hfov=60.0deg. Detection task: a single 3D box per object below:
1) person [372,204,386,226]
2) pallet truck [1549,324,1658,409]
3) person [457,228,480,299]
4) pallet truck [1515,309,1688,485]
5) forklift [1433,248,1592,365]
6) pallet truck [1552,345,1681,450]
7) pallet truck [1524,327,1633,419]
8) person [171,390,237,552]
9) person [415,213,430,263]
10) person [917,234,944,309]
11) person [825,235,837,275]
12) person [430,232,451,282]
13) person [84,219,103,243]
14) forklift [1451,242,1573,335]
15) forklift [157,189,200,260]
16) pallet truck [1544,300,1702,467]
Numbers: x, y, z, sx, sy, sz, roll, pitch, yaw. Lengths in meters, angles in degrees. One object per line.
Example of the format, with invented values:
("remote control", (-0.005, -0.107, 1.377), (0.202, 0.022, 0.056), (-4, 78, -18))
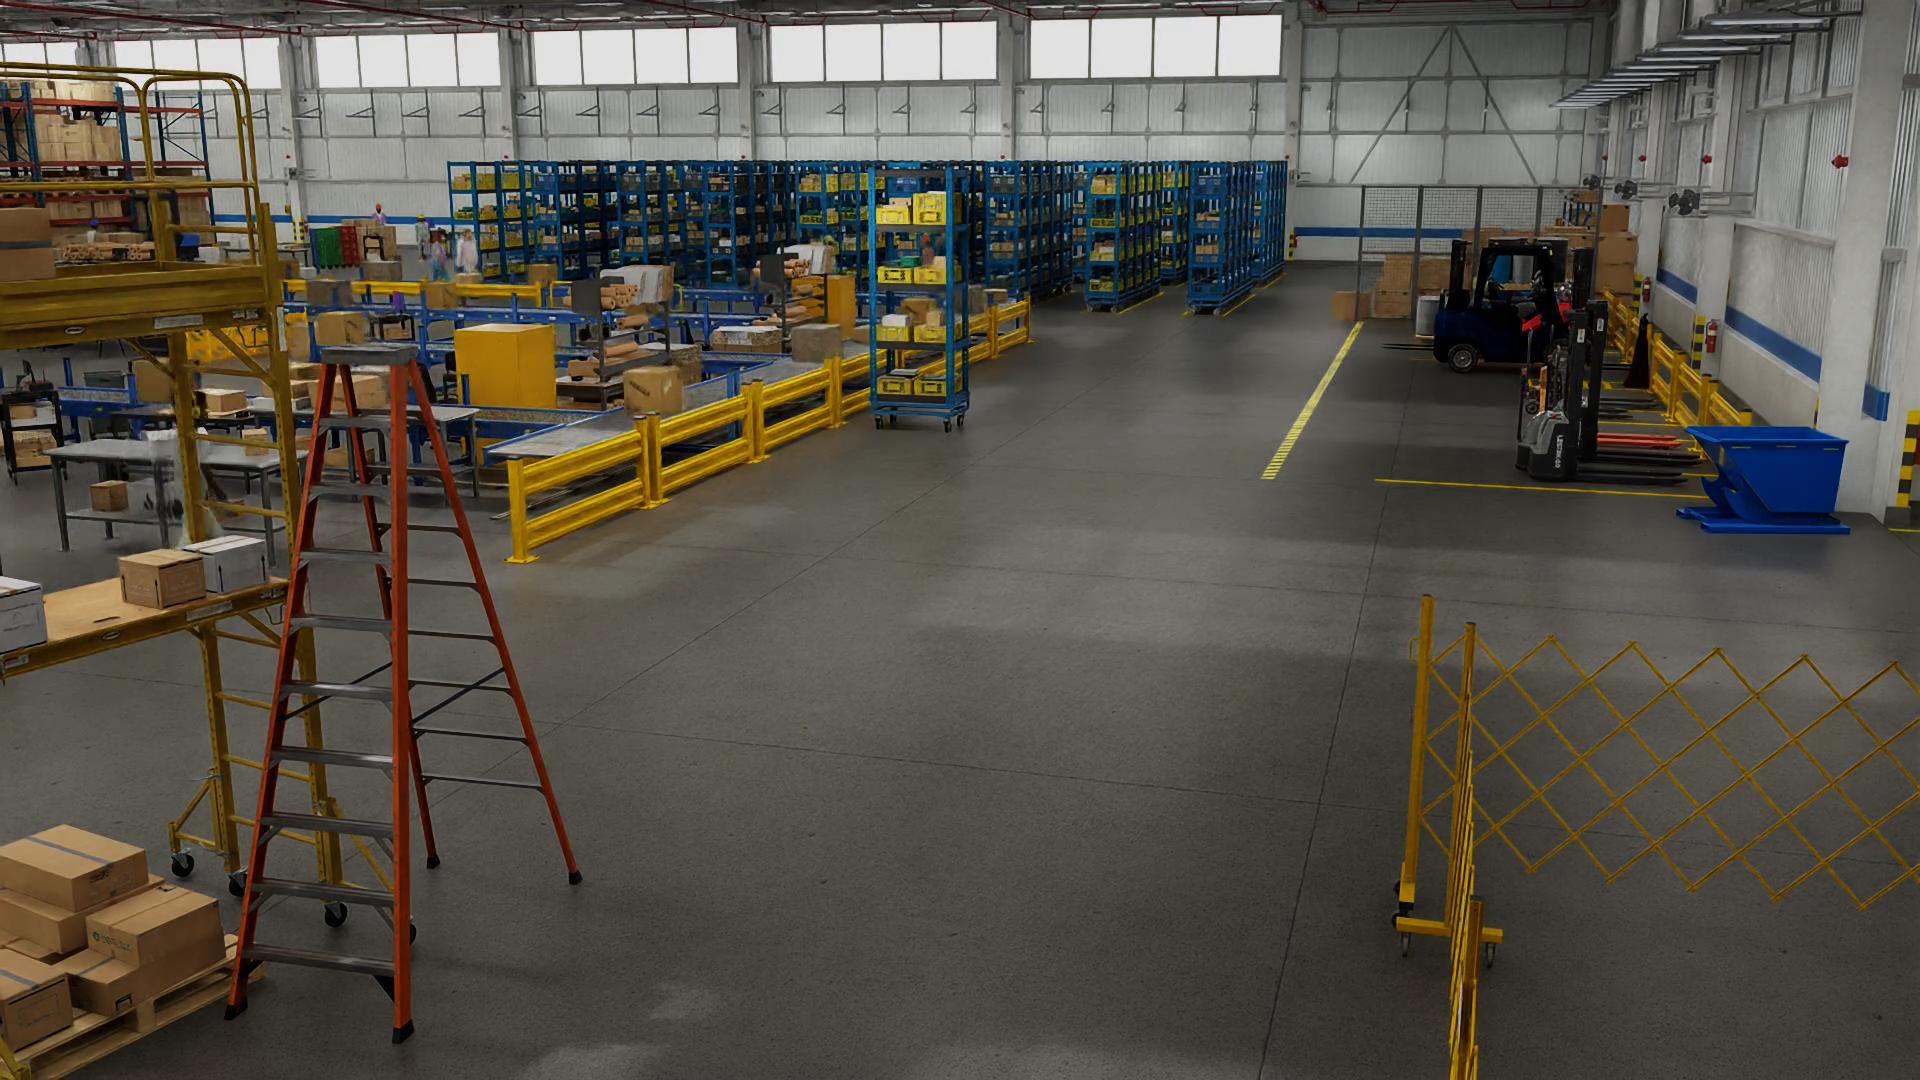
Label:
("person", (-22.237, -11.906, 63.754), (0.542, 1.939, 0.366), (-9, 16, -34))
("pallet truck", (9.824, -2.669, 25.407), (1.601, 1.201, 0.680), (4, 14, 16))
("person", (-13.133, -7.343, 44.177), (0.776, 1.877, 0.653), (5, 14, 20))
("pallet truck", (7.554, -1.677, 19.446), (1.885, 1.965, 0.823), (3, 13, 14))
("forklift", (9.780, -4.111, 29.280), (2.680, 1.987, 1.157), (3, 13, 14))
("pallet truck", (8.641, -1.896, 21.908), (1.630, 1.274, 0.653), (4, 14, 16))
("pallet truck", (9.065, -2.460, 24.370), (1.522, 1.261, 0.704), (3, 13, 14))
("person", (-6.353, -0.350, 14.084), (0.950, 1.826, 0.516), (-8, 15, -32))
("person", (-19.129, -10.747, 59.203), (0.485, 1.734, 0.348), (-8, 15, -30))
("person", (-0.786, -6.295, 39.535), (1.051, 1.941, 0.633), (6, 14, 24))
("person", (-3.378, -6.786, 41.950), (0.826, 1.804, 0.600), (5, 14, 22))
("person", (-13.475, -7.080, 43.179), (0.554, 1.816, 0.575), (0, 13, 2))
("person", (-25.237, -8.385, 48.569), (0.625, 1.924, 0.492), (3, 13, 11))
("forklift", (10.464, -4.597, 31.405), (2.680, 1.987, 1.157), (4, 14, 16))
("forklift", (-27.140, -10.809, 56.964), (1.129, 2.768, 1.873), (4, 14, 16))
("pallet truck", (8.263, -1.952, 20.631), (1.885, 1.965, 0.823), (5, 14, 20))
